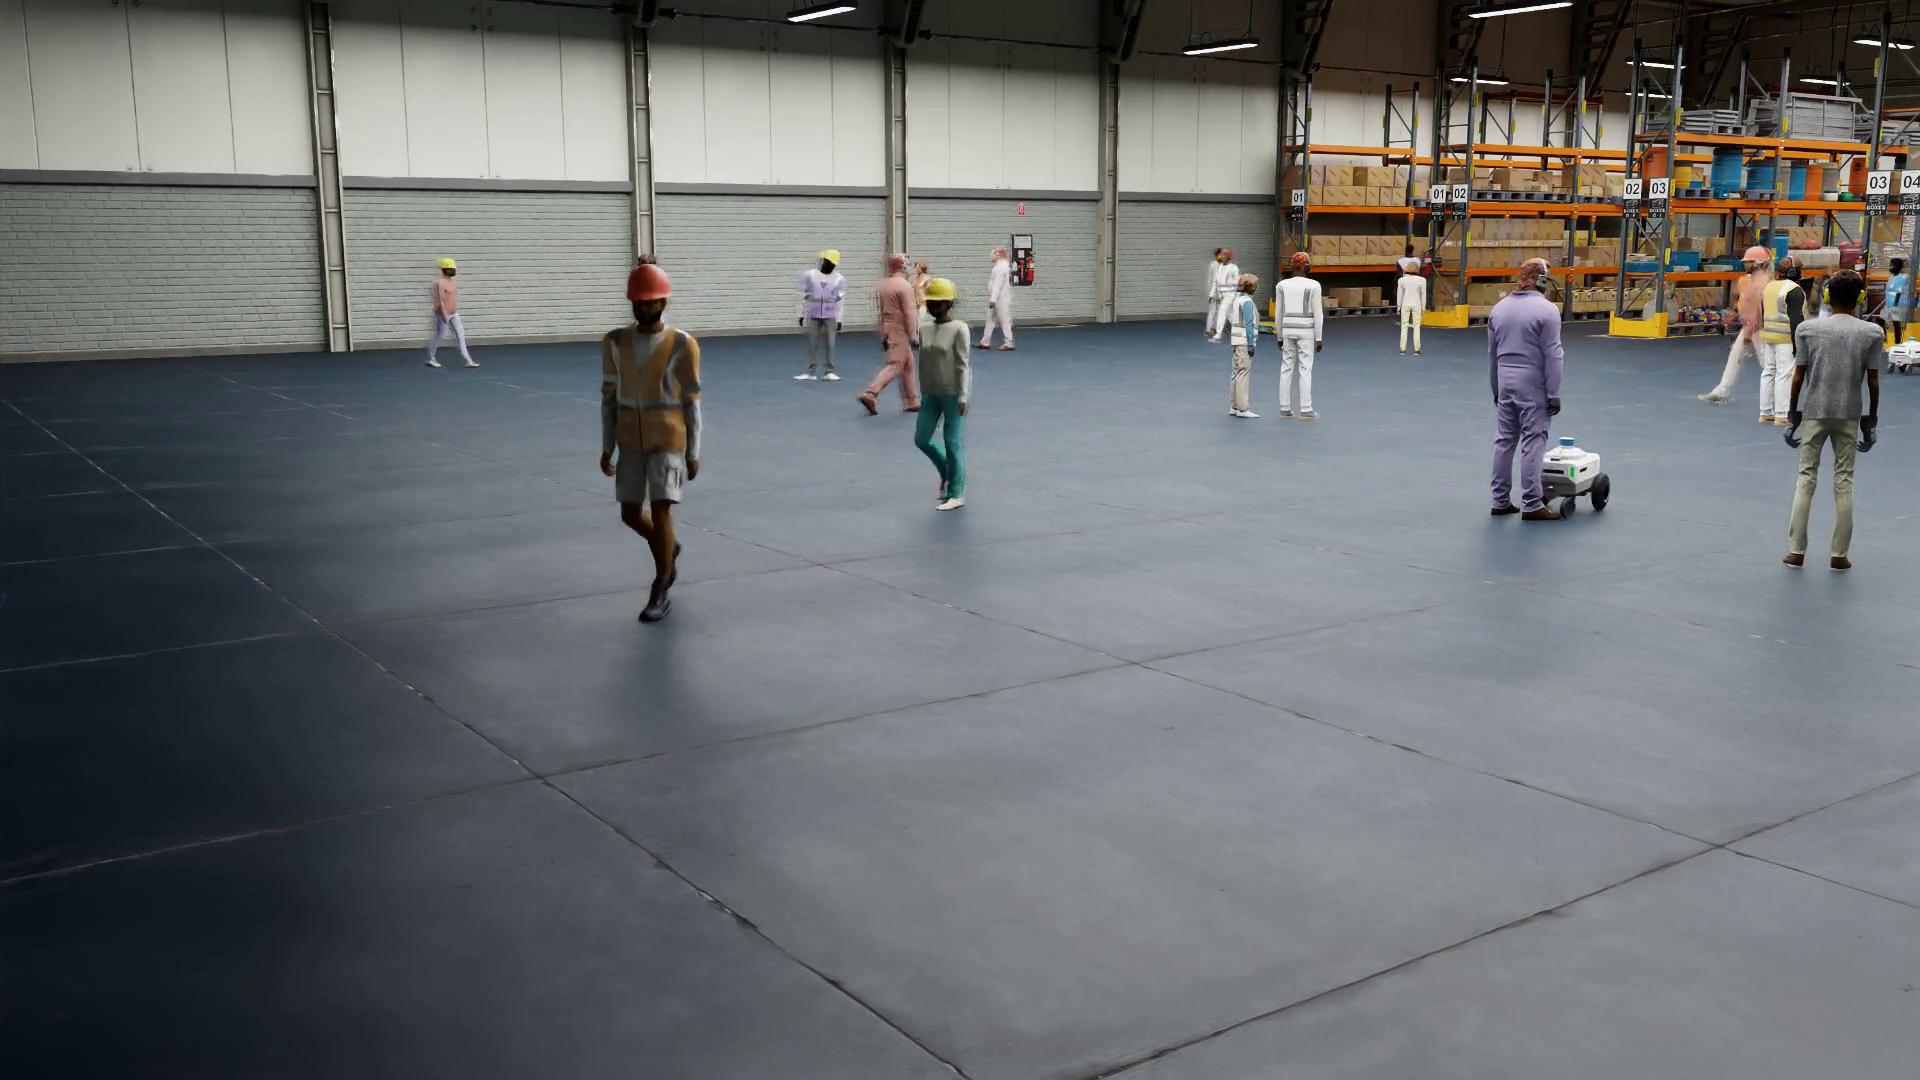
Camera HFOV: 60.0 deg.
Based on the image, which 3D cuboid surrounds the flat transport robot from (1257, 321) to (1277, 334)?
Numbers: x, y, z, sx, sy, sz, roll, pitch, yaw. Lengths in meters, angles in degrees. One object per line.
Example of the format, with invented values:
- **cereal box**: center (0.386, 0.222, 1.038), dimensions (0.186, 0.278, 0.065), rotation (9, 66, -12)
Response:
- **flat transport robot**: center (6.712, -4.545, 35.531), dimensions (0.652, 0.197, 1.431), rotation (-5, 11, -24)

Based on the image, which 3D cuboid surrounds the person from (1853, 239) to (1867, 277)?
- **person**: center (24.833, -7.350, 46.168), dimensions (0.637, 1.994, 0.949), rotation (8, 13, 38)

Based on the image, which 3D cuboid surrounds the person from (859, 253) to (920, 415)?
- **person**: center (-0.770, -2.392, 19.335), dimensions (0.910, 1.879, 0.630), rotation (-4, 11, -22)

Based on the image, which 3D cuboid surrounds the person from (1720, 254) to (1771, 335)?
- **person**: center (16.275, -5.049, 34.337), dimensions (0.897, 1.716, 0.551), rotation (-1, 10, -8)

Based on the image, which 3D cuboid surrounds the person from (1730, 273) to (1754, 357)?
- **person**: center (13.512, -3.966, 28.456), dimensions (0.361, 1.682, 0.541), rotation (-2, 10, -10)

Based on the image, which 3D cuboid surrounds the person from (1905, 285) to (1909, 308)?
- **person**: center (21.527, -5.817, 37.927), dimensions (0.371, 1.940, 0.627), rotation (-8, 13, -39)

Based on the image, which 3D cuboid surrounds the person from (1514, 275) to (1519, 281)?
- **person**: center (14.100, -6.439, 41.718), dimensions (0.872, 1.792, 0.621), rotation (-10, 14, -43)

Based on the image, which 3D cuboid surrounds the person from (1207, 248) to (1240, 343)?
- **person**: center (5.263, -4.769, 32.479), dimensions (0.975, 1.845, 0.574), rotation (-5, 12, -27)

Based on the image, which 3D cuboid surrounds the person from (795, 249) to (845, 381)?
- **person**: center (-2.027, -3.200, 23.770), dimensions (0.756, 1.879, 0.389), rotation (0, 10, 0)

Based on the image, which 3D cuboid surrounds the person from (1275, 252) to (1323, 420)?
- **person**: center (3.829, -2.294, 18.773), dimensions (0.575, 1.883, 0.355), rotation (8, 13, 38)

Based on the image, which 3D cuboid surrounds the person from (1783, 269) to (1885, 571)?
- **person**: center (5.389, -0.734, 10.287), dimensions (0.509, 1.863, 0.311), rotation (5, 11, 25)

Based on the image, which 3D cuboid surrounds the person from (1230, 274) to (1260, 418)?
- **person**: center (3.250, -2.218, 19.021), dimensions (0.310, 1.640, 0.514), rotation (-1, 10, -7)

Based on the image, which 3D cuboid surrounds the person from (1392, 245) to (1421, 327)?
- **person**: center (10.234, -5.847, 38.303), dimensions (0.626, 1.850, 0.974), rotation (-4, 11, -19)

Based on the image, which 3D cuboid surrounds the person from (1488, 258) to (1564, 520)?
- **person**: center (4.152, -1.096, 12.154), dimensions (0.409, 1.903, 0.639), rotation (-6, 12, -28)

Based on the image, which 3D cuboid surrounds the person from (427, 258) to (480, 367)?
- **person**: center (-8.080, -3.575, 26.240), dimensions (0.895, 1.726, 0.544), rotation (3, 11, 18)

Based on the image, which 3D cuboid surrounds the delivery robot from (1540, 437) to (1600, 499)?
- **delivery robot**: center (4.529, -0.524, 12.450), dimensions (0.477, 0.478, 0.707), rotation (7, 13, 35)

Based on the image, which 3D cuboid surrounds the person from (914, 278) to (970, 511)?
- **person**: center (-0.123, -1.093, 12.554), dimensions (0.528, 1.755, 0.394), rotation (8, 13, 38)

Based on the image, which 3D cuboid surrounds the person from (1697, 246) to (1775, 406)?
- **person**: center (9.641, -2.589, 20.235), dimensions (1.020, 1.941, 0.638), rotation (2, 11, 12)

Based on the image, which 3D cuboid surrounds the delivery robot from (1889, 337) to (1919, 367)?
- **delivery robot**: center (14.270, -2.802, 24.937), dimensions (0.707, 0.478, 0.477), rotation (-6, 12, -32)

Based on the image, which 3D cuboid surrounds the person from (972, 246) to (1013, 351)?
- **person**: center (0.574, -4.358, 30.085), dimensions (0.863, 1.873, 0.680), rotation (0, 10, 1)

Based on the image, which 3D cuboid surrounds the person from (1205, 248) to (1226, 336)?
- **person**: center (5.311, -5.125, 34.430), dimensions (0.514, 1.827, 0.575), rotation (4, 11, 21)

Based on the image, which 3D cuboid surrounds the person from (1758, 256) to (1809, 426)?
- **person**: center (9.034, -2.175, 18.227), dimensions (0.429, 1.844, 0.627), rotation (-1, 10, -6)

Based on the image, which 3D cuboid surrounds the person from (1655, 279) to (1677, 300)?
- **person**: center (15.880, -5.557, 37.443), dimensions (0.864, 1.594, 0.512), rotation (-9, 14, -41)

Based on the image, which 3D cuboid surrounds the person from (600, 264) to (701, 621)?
- **person**: center (-1.668, -0.550, 9.118), dimensions (0.559, 1.919, 0.698), rotation (2, 11, 11)

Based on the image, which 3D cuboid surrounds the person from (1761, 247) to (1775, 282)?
- **person**: center (16.708, -5.184, 34.712), dimensions (0.336, 1.844, 0.508), rotation (-7, 12, -33)

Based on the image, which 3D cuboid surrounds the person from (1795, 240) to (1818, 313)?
- **person**: center (23.032, -7.135, 45.068), dimensions (0.819, 1.962, 0.647), rotation (-8, 13, -39)

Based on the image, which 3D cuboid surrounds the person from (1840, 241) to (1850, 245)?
- **person**: center (22.139, -6.514, 41.750), dimensions (0.356, 1.936, 0.551), rotation (-5, 12, -26)

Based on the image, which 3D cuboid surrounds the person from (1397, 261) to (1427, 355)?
- **person**: center (7.906, -4.061, 29.135), dimensions (0.498, 1.634, 0.279), rotation (4, 11, 20)

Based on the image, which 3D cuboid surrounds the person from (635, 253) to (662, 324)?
- **person**: center (-4.861, -3.612, 26.225), dimensions (0.938, 1.805, 0.637), rotation (-5, 11, -25)

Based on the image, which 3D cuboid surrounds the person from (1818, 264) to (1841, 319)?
- **person**: center (14.822, -3.879, 28.270), dimensions (0.863, 1.588, 0.505), rotation (8, 13, 37)

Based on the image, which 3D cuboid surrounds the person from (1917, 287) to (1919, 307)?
- **person**: center (21.388, -5.538, 36.686), dimensions (0.403, 1.834, 0.589), rotation (-5, 12, -27)

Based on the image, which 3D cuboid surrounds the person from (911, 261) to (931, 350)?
- **person**: center (-0.675, -4.301, 30.464), dimensions (0.541, 1.622, 0.529), rotation (-8, 13, -37)

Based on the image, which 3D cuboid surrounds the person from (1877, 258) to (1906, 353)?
- **person**: center (16.477, -4.159, 29.517), dimensions (0.564, 1.677, 0.552), rotation (2, 10, 9)
